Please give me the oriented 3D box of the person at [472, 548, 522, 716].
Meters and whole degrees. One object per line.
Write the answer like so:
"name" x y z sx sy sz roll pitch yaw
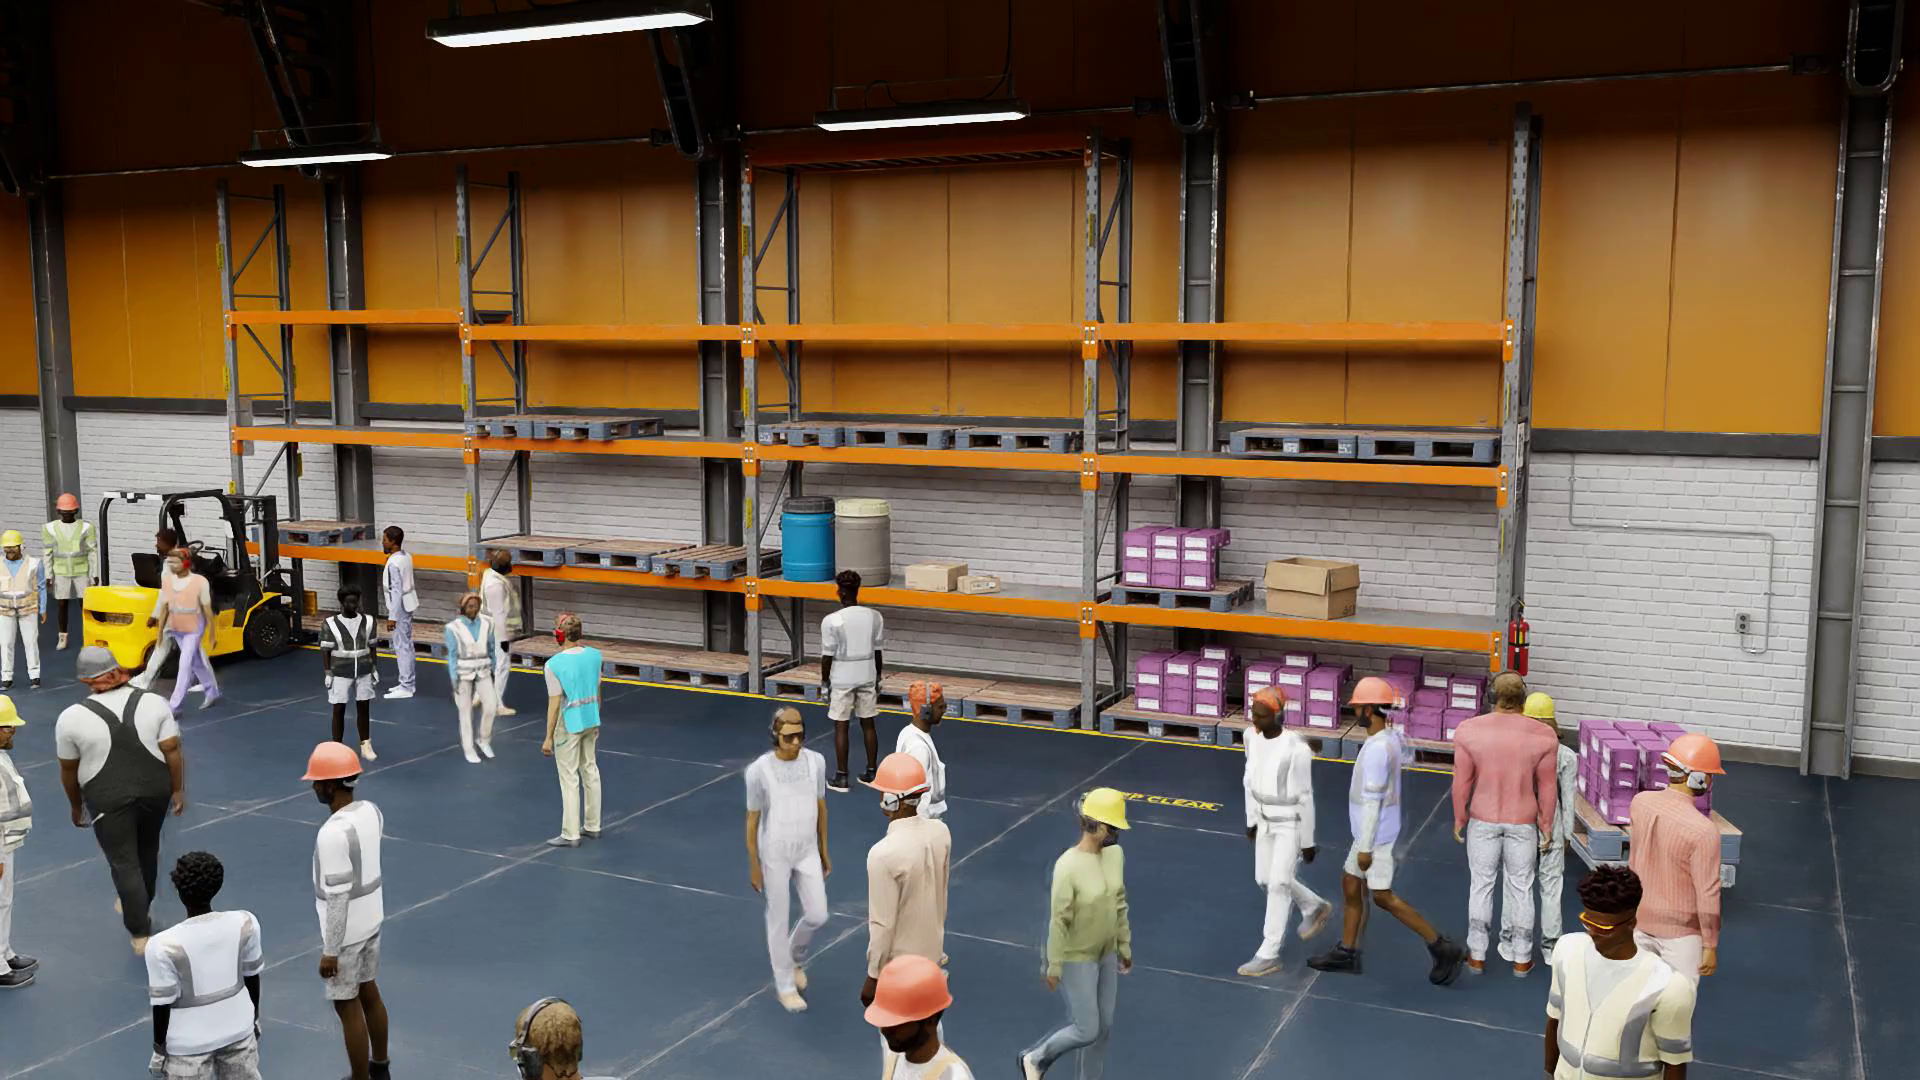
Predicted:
"person" -4.893 0.970 17.544 0.531 1.803 0.717 -2 7 -17

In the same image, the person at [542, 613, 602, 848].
"person" -3.025 1.489 13.043 0.389 1.847 0.563 4 8 31

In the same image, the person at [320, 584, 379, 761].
"person" -5.714 1.253 15.611 0.534 1.698 0.318 -5 9 -37

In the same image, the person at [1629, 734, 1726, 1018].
"person" 3.688 1.967 8.571 0.411 1.980 0.629 -2 7 -17

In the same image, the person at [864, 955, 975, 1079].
"person" -0.146 2.341 5.692 0.390 1.927 0.561 -3 8 -25

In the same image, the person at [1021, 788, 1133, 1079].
"person" 0.626 2.098 8.443 0.482 1.735 0.551 6 9 41

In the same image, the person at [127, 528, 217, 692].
"person" -8.885 0.803 18.633 1.025 1.862 0.591 -3 7 -21

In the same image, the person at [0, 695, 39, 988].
"person" -5.917 1.848 10.219 0.403 1.817 0.601 -4 8 -29

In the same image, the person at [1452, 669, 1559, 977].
"person" 3.397 1.764 10.404 0.632 1.938 0.368 2 7 15

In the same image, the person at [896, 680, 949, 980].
"person" -0.244 1.801 10.350 0.358 1.880 0.575 0 7 -4

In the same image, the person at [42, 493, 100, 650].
"person" -11.349 0.408 21.252 0.621 2.032 0.432 -3 7 -22

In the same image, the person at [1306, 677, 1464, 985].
"person" 2.659 1.801 10.302 0.884 1.900 0.562 2 7 18

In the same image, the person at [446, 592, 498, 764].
"person" -4.558 1.293 15.593 0.517 1.625 0.386 -6 9 -40

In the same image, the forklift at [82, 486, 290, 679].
"forklift" -9.426 0.454 20.179 1.214 2.155 2.313 3 8 26

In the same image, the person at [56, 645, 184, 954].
"person" -5.548 1.644 10.973 0.714 2.000 0.921 -6 9 -41

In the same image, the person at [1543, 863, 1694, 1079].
"person" 2.540 2.221 6.544 0.387 1.958 0.600 -5 8 -36

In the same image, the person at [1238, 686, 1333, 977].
"person" 2.092 1.795 10.487 0.744 1.857 0.595 -4 8 -30

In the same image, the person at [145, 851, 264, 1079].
"person" -3.389 2.236 7.490 0.317 1.695 0.540 5 9 37

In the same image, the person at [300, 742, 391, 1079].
"person" -3.175 1.988 8.565 0.377 1.933 0.552 0 7 2

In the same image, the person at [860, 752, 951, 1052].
"person" -0.273 2.015 8.094 0.381 1.994 0.619 4 8 31

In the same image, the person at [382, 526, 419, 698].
"person" -6.227 0.794 18.491 0.391 1.920 0.587 -1 7 -7

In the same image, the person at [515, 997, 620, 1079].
"person" -1.261 2.393 5.268 0.383 1.928 0.636 4 8 29

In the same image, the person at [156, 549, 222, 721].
"person" -8.178 0.971 17.565 0.596 1.794 0.996 3 7 21

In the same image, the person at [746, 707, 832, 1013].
"person" -1.006 1.881 9.861 0.544 1.833 0.417 -4 8 -28

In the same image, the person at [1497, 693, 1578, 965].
"person" 3.673 1.836 10.638 0.485 1.737 0.321 2 7 15

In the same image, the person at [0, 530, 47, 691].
"person" -10.698 0.791 18.871 0.601 1.830 0.404 -3 8 -24

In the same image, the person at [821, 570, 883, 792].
"person" -0.957 1.237 14.682 0.608 1.959 0.365 -4 8 -30
